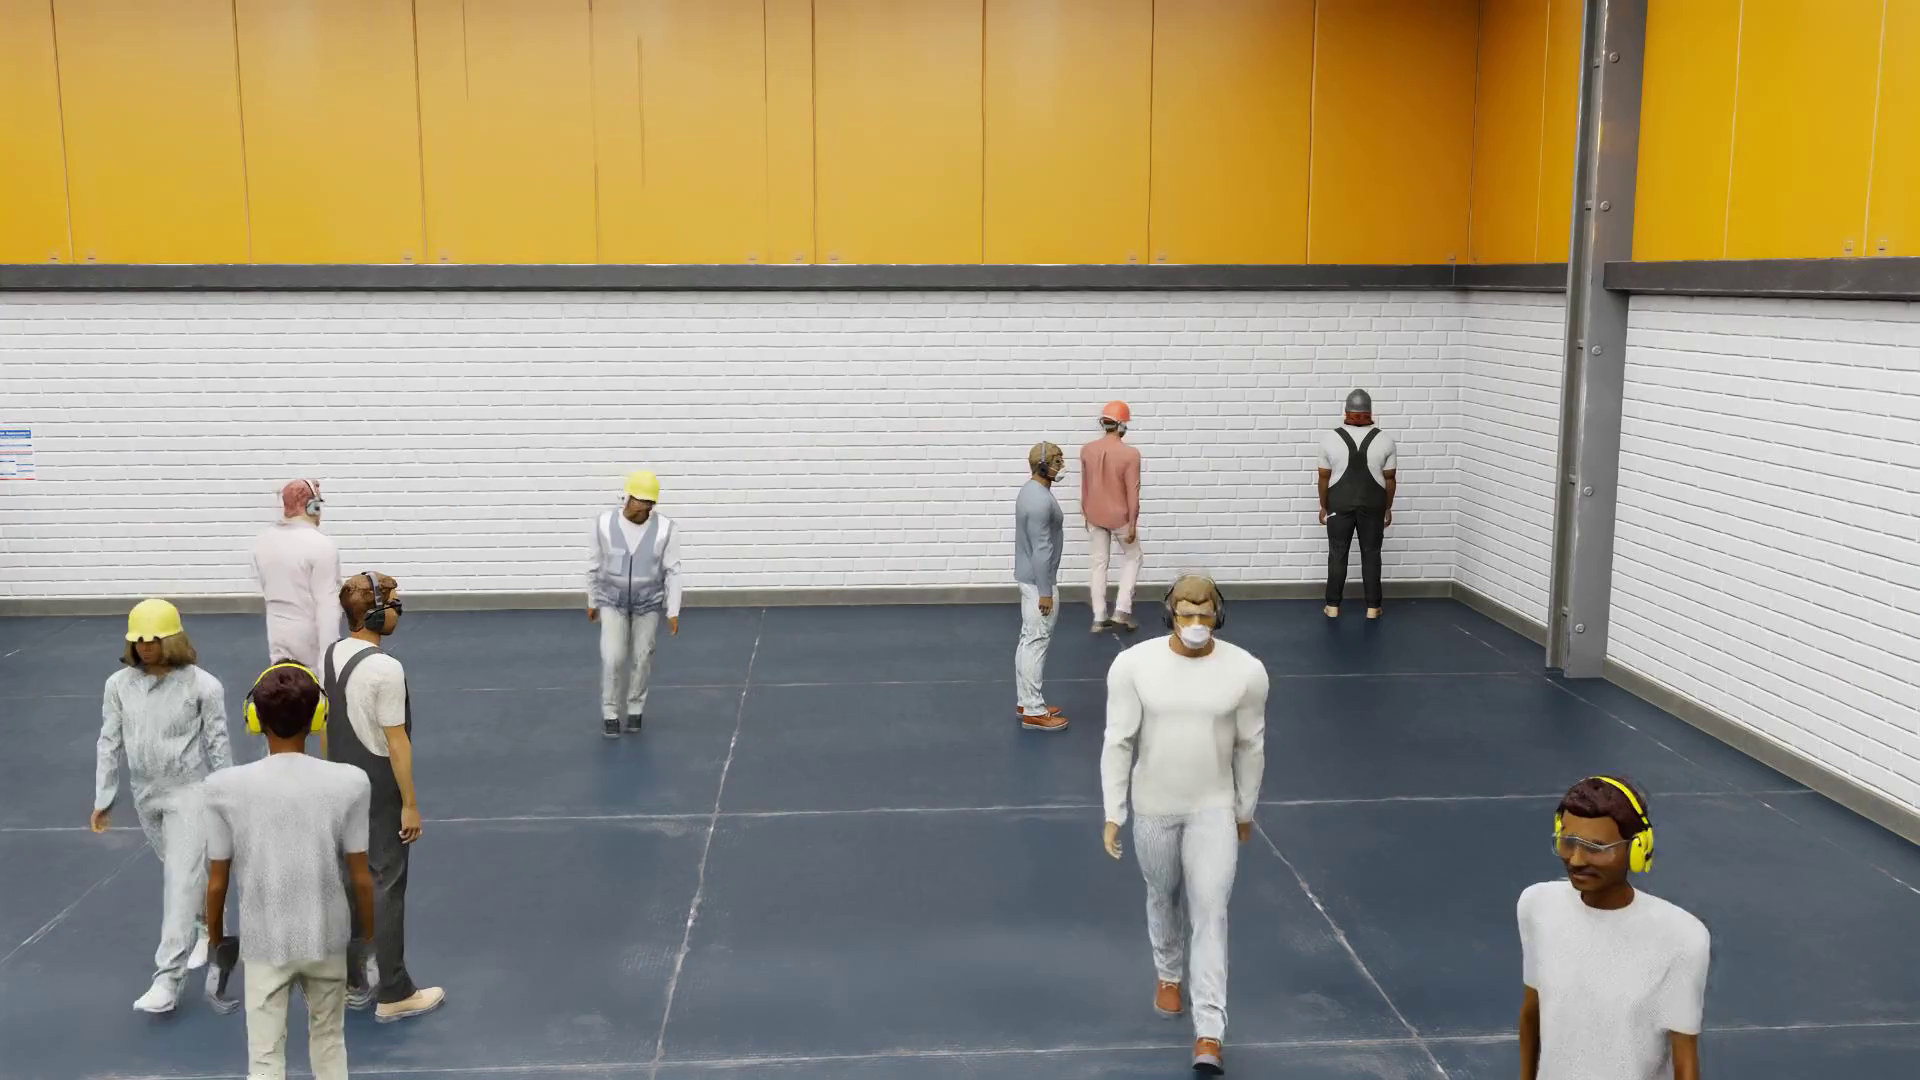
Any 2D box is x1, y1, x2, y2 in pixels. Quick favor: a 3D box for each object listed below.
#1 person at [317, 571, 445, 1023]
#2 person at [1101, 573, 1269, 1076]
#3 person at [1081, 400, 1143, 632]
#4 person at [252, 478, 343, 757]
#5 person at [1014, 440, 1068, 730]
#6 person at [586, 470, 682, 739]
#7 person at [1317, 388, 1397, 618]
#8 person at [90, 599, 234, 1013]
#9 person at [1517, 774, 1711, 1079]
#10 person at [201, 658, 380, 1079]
[{"bbox_3d":[-2.397,1.040,6.800,0.517,1.843,0.325,7,11,36],"label":"person"},{"bbox_3d":[0.870,1.069,6.478,0.641,1.882,1.021,1,9,8],"label":"person"},{"bbox_3d":[1.305,-0.200,14.170,0.619,1.980,0.483,6,11,33],"label":"person"},{"bbox_3d":[-3.731,0.566,9.673,0.672,1.868,0.818,5,10,28],"label":"person"},{"bbox_3d":[0.539,0.296,11.174,0.355,1.938,0.636,-1,9,-3],"label":"person"},{"bbox_3d":[-2.135,0.415,10.922,0.620,1.782,0.574,-1,9,-9],"label":"person"},{"bbox_3d":[3.511,-0.327,14.768,0.684,2.000,0.538,2,9,11],"label":"person"},{"bbox_3d":[-3.349,1.081,7.000,0.495,1.695,0.889,1,9,6],"label":"person"},{"bbox_3d":[1.634,1.464,4.194,0.516,1.835,0.924,8,12,41],"label":"person"},{"bbox_3d":[-2.072,1.300,5.171,0.517,1.852,0.735,-4,10,-23],"label":"person"}]
